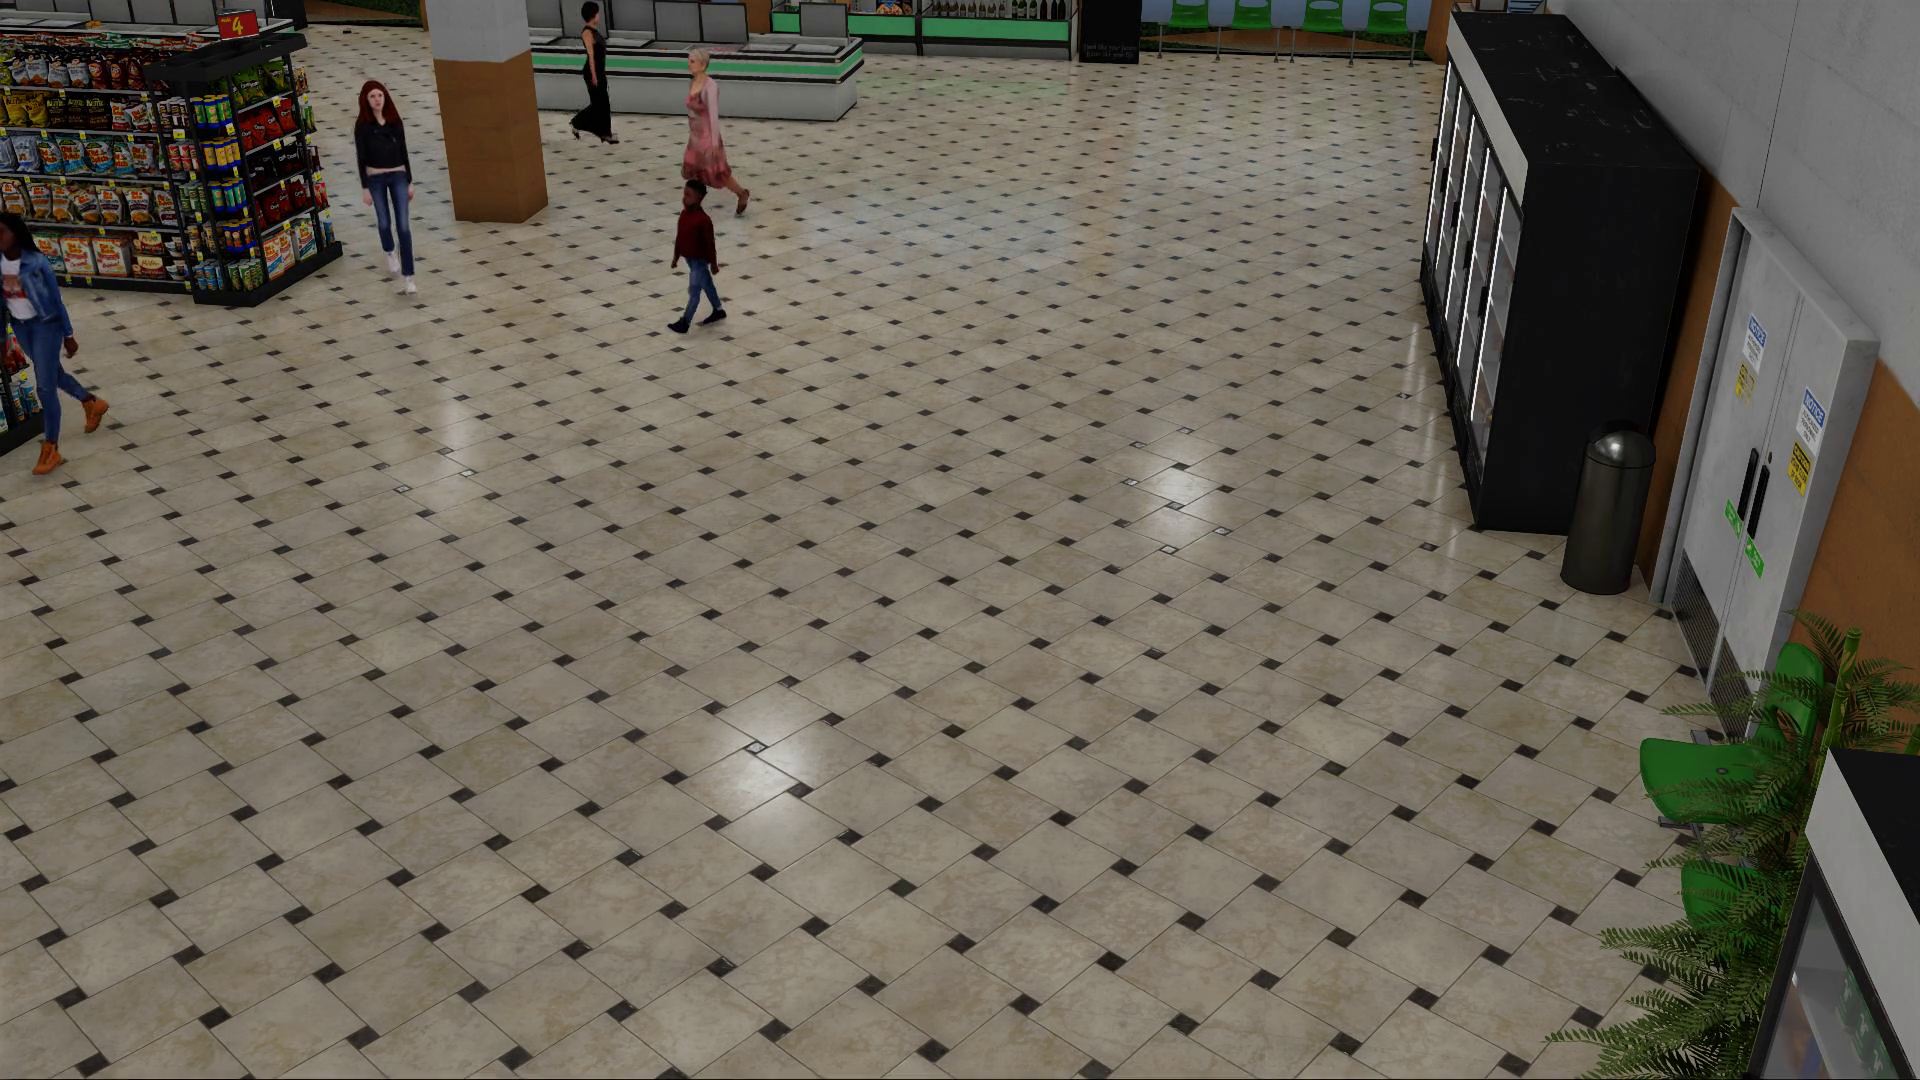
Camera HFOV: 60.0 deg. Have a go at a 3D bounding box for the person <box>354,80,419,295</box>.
[{"bbox_3d":[-4.944,-3.039,14.303,1.225,1.743,1.150,-12,29,-23],"label":"person"}]

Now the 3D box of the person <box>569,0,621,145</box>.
[{"bbox_3d":[-4.210,-5.261,18.858,0.826,1.586,0.669,-1,27,-1],"label":"person"}]

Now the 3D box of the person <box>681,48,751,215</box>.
[{"bbox_3d":[-2.384,-3.868,16.021,1.026,1.667,1.021,-22,34,-37],"label":"person"}]

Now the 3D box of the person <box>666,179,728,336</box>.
[{"bbox_3d":[-2.064,-2.290,13.392,0.885,1.230,0.857,-21,33,-35],"label":"person"}]

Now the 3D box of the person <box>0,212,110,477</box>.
[{"bbox_3d":[-6.066,-1.358,11.073,1.124,1.666,0.717,4,27,8],"label":"person"}]
